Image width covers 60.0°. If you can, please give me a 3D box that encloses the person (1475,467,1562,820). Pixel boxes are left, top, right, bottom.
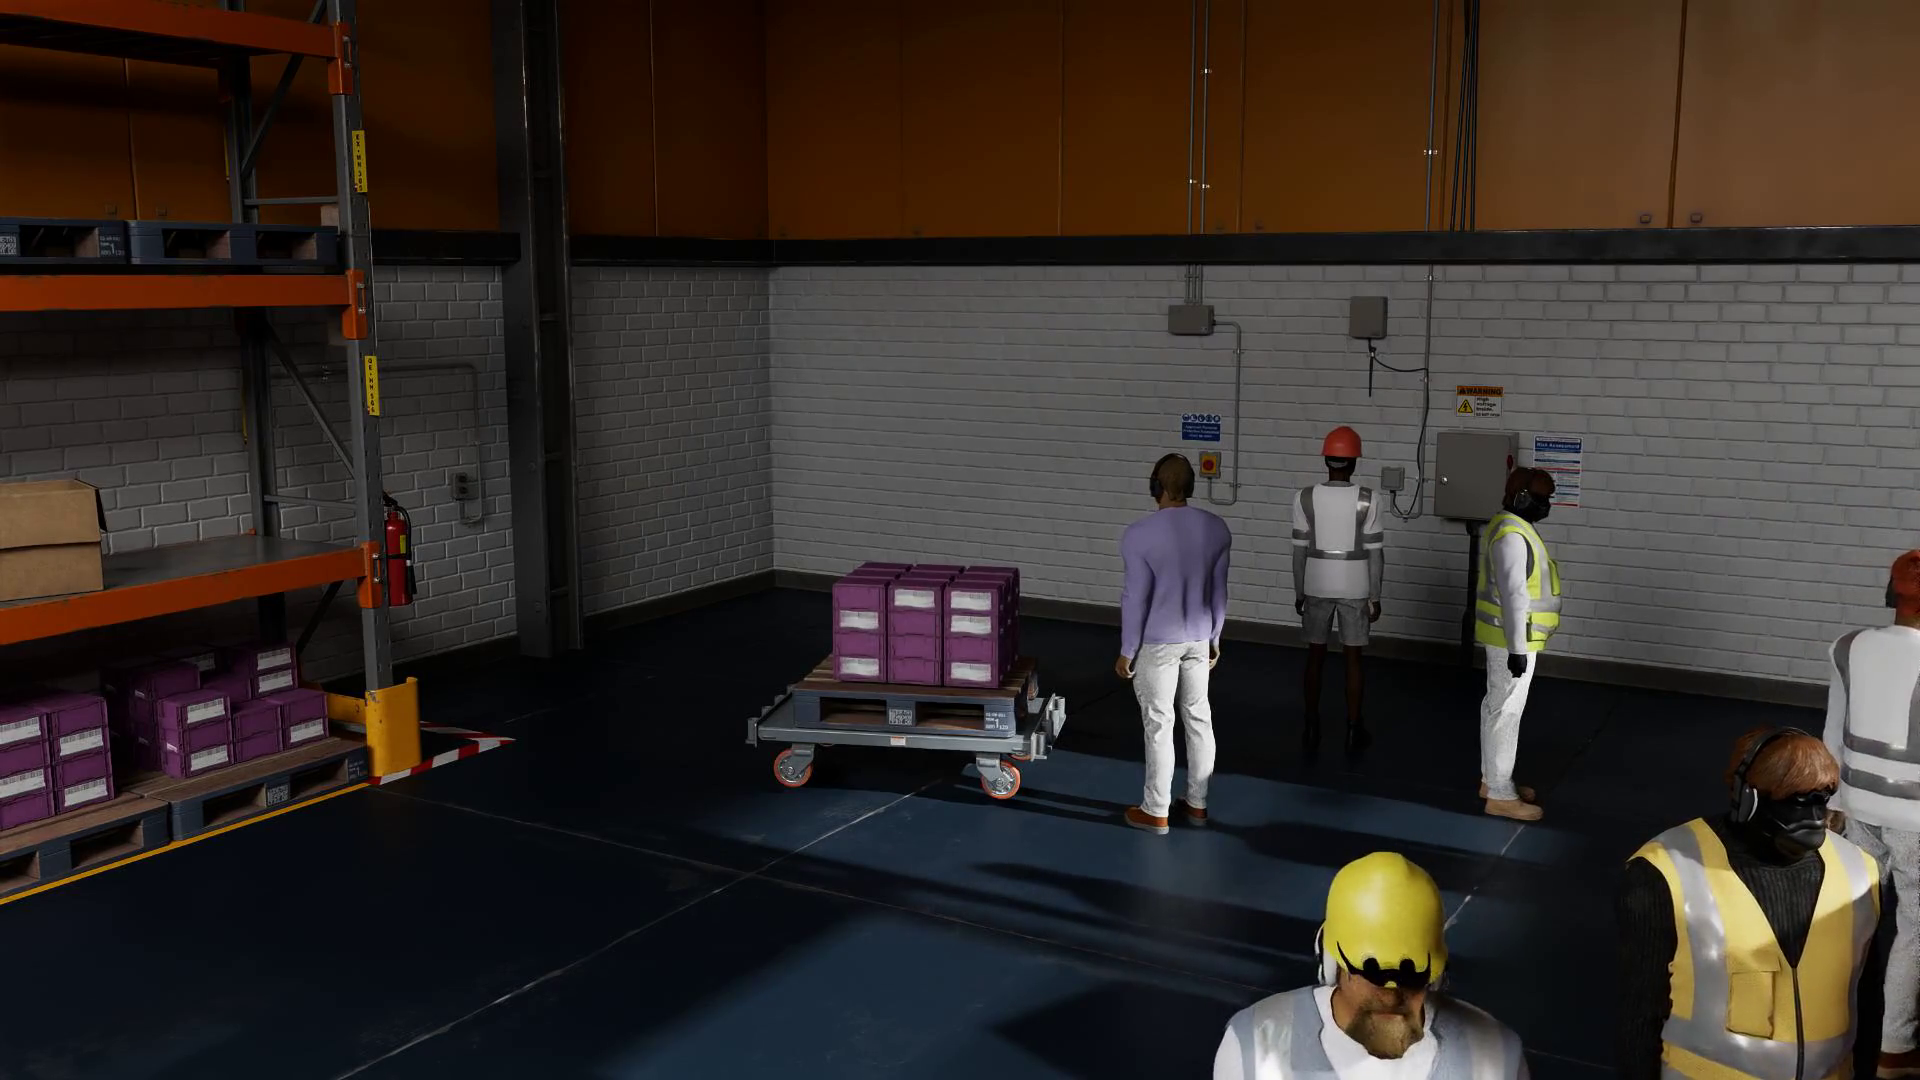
[{"bbox_3d":[2.932,0.529,8.761,0.430,1.838,0.619,2,9,15],"label":"person"}]

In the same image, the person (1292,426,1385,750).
[{"bbox_3d":[2.254,0.289,9.938,0.544,1.939,0.354,3,10,20],"label":"person"}]

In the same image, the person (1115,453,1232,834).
[{"bbox_3d":[1.073,0.525,8.459,0.627,1.941,0.371,-4,10,-26],"label":"person"}]

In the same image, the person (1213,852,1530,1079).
[{"bbox_3d":[0.741,1.445,3.061,0.599,1.827,0.404,0,9,3],"label":"person"}]

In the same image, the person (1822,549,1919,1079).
[{"bbox_3d":[3.321,0.964,5.918,0.383,1.873,0.594,-4,10,-23],"label":"person"}]

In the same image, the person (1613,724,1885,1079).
[{"bbox_3d":[1.824,1.317,3.854,0.625,1.836,0.428,0,9,-3],"label":"person"}]
